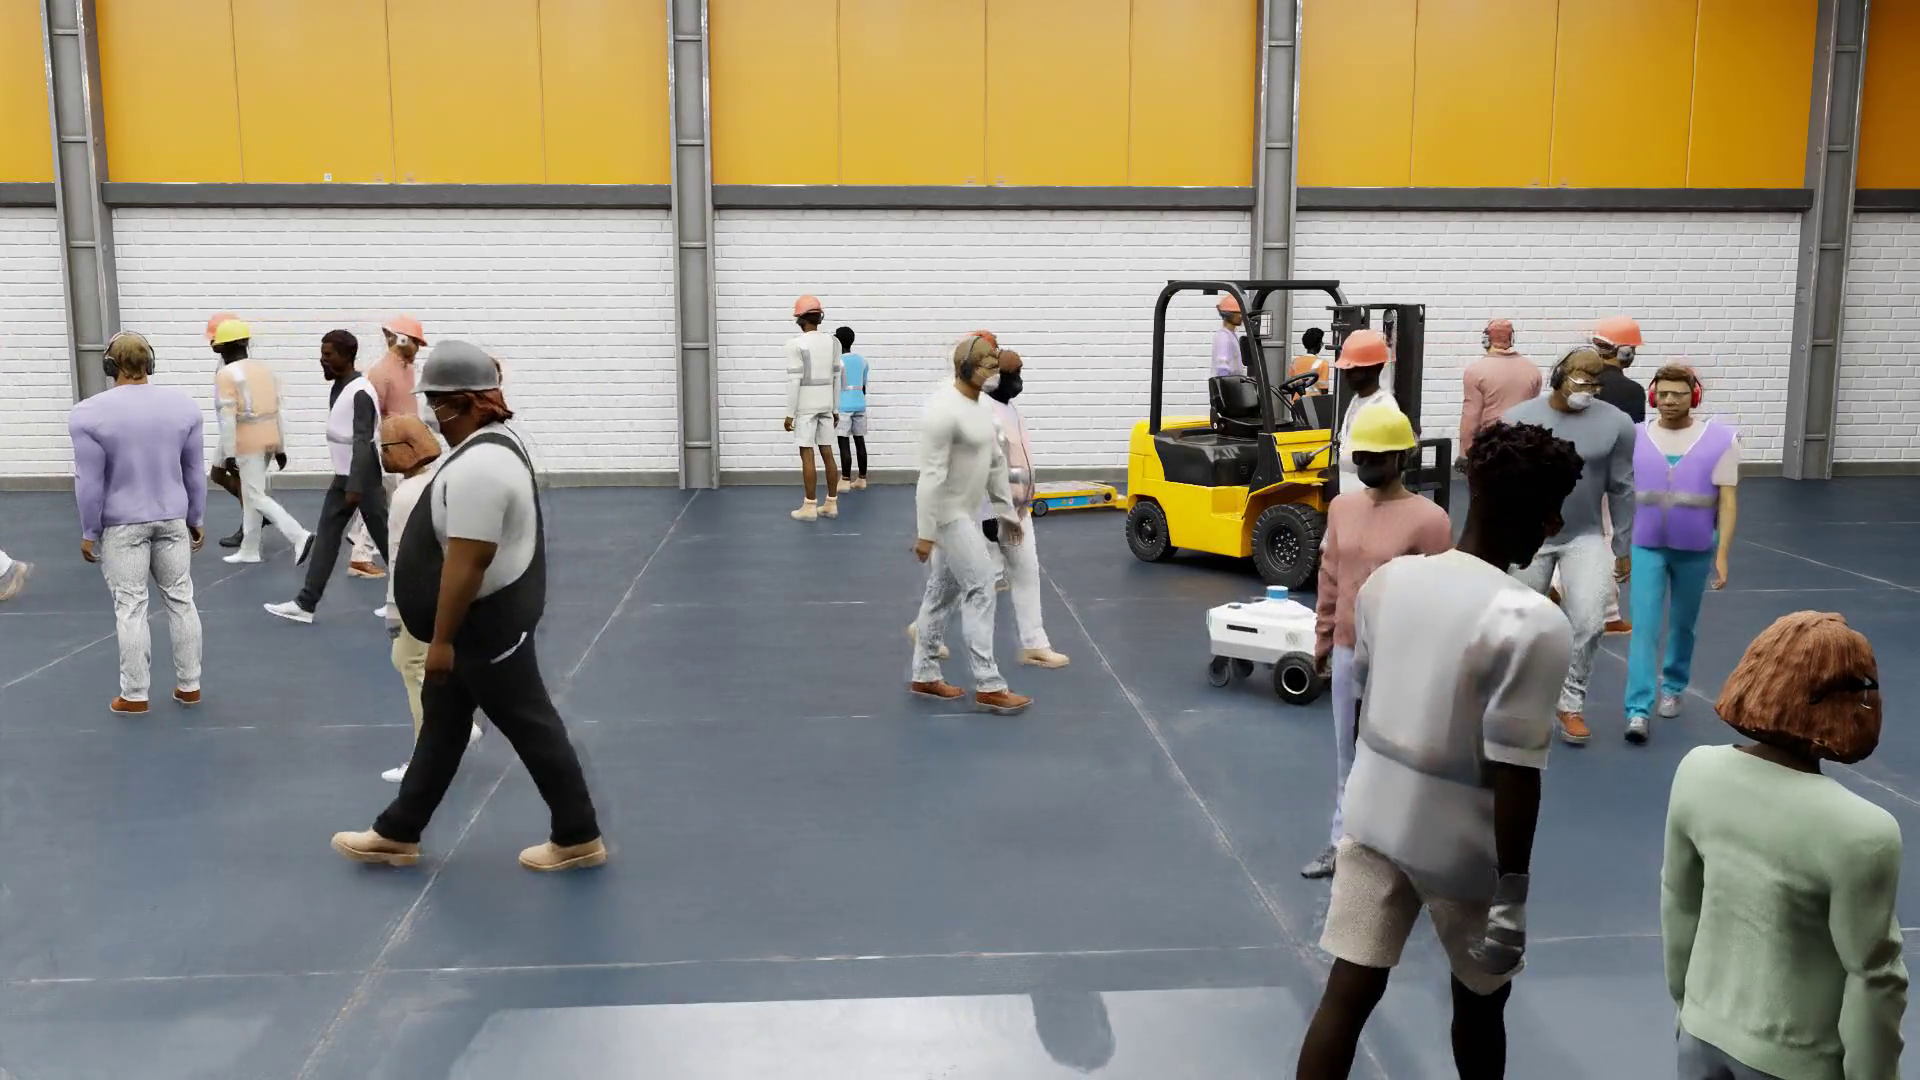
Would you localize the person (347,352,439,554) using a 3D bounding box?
[{"bbox_3d":[-4.409,-0.777,13.047,0.969,1.858,0.633,4,10,22],"label":"person"}]

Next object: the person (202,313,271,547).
[{"bbox_3d":[-5.879,-0.877,13.461,0.434,1.913,0.589,-7,11,-36],"label":"person"}]

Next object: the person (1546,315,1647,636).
[{"bbox_3d":[3.879,-0.375,10.110,0.575,1.974,0.635,-4,10,-22],"label":"person"}]

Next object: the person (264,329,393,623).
[{"bbox_3d":[-3.927,-0.397,10.589,0.987,1.862,0.614,-7,12,-39],"label":"person"}]

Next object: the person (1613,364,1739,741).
[{"bbox_3d":[3.431,0.048,8.046,0.567,1.797,0.982,4,10,25],"label":"person"}]

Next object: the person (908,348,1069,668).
[{"bbox_3d":[0.153,-0.182,9.431,0.899,1.814,0.620,5,10,30],"label":"person"}]

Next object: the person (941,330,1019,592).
[{"bbox_3d":[0.102,-0.500,11.320,0.584,1.853,0.906,3,10,20],"label":"person"}]

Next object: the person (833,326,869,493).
[{"bbox_3d":[-1.146,-1.329,16.987,0.322,1.694,0.535,8,12,42],"label":"person"}]

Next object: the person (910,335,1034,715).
[{"bbox_3d":[0.093,-0.077,8.458,0.847,1.901,0.652,3,10,18],"label":"person"}]

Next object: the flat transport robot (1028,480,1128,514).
[{"bbox_3d":[0.870,-0.404,15.633,1.431,0.197,0.652,-5,10,-27],"label":"flat transport robot"}]

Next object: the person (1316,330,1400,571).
[{"bbox_3d":[2.174,-0.184,9.084,0.453,1.918,0.553,-1,9,-6],"label":"person"}]

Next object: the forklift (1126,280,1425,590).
[{"bbox_3d":[2.301,-0.860,12.475,1.214,2.155,2.313,-6,11,-35],"label":"forklift"}]

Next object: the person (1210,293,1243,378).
[{"bbox_3d":[2.715,-1.471,16.789,0.384,2.042,0.611,2,9,14],"label":"person"}]

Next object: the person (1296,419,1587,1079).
[{"bbox_3d":[1.097,0.667,3.834,0.980,1.902,0.703,-6,11,-32],"label":"person"}]

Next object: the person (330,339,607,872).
[{"bbox_3d":[-1.796,0.236,6.078,1.010,2.000,0.698,-2,9,-12],"label":"person"}]

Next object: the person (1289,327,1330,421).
[{"bbox_3d":[3.537,-1.301,16.826,0.317,1.694,0.534,-5,10,-29],"label":"person"}]

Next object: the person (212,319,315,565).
[{"bbox_3d":[-5.277,-0.724,12.599,0.843,1.891,0.615,2,9,13],"label":"person"}]

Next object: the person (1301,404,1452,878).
[{"bbox_3d":[1.477,0.398,5.926,0.328,1.766,0.531,-8,12,-40],"label":"person"}]

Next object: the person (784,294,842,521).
[{"bbox_3d":[-1.352,-1.195,15.064,0.613,2.039,0.393,-9,13,-44],"label":"person"}]

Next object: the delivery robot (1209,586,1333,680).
[{"bbox_3d":[1.686,0.489,8.845,0.707,0.478,0.477,7,11,37],"label":"delivery robot"}]

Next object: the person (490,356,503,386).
[{"bbox_3d":[-3.806,-0.673,13.229,0.892,1.582,0.485,3,10,20],"label":"person"}]

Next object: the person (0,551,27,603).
[{"bbox_3d":[-6.606,-0.422,10.842,0.583,1.848,0.900,6,11,34],"label":"person"}]

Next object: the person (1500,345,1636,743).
[{"bbox_3d":[2.803,0.028,7.851,0.711,1.890,0.611,2,9,13],"label":"person"}]

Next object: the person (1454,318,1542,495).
[{"bbox_3d":[3.892,-0.660,12.130,0.650,1.904,0.401,-3,10,-18],"label":"person"}]

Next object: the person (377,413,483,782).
[{"bbox_3d":[-2.368,0.255,7.227,0.339,1.620,0.530,-1,9,-4],"label":"person"}]

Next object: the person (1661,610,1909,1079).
[{"bbox_3d":[1.466,0.930,2.993,0.279,1.633,0.500,-3,10,-20],"label":"person"}]

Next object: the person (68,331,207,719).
[{"bbox_3d":[-4.100,-0.075,8.350,0.372,1.940,0.631,9,13,44],"label":"person"}]

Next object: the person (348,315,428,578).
[{"bbox_3d":[-4.081,-0.660,12.069,0.941,1.918,0.691,0,9,1],"label":"person"}]
